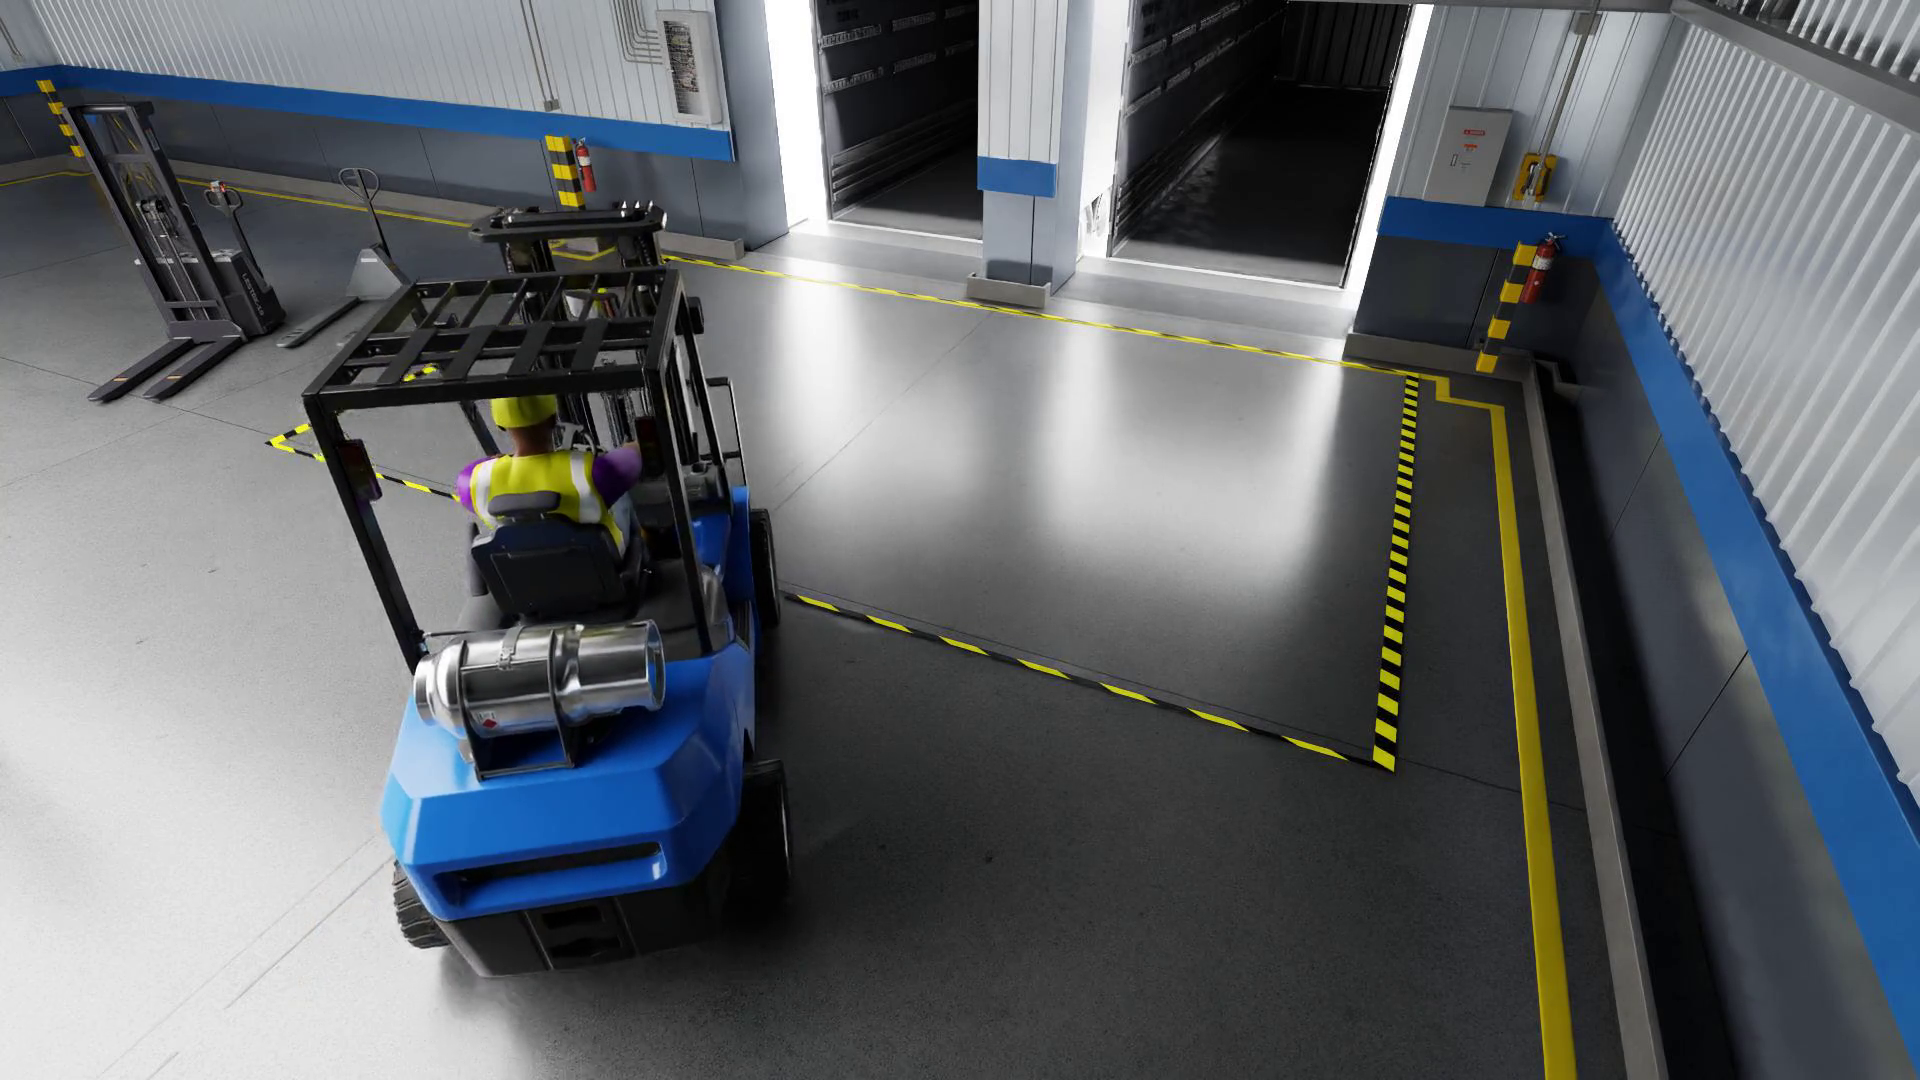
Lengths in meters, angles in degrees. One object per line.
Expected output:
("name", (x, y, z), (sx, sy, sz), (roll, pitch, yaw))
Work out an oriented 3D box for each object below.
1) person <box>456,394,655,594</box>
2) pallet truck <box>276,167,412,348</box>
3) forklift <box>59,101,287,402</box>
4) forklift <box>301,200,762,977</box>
("person", (-1.516, -0.207, 3.679), (0.635, 1.294, 1.004), (-6, 35, -8))
("pallet truck", (-5.732, -2.611, 8.414), (0.680, 1.201, 1.601), (-1, 35, -1))
("forklift", (-6.686, -2.387, 7.434), (0.823, 1.965, 1.885), (-3, 35, -5))
("forklift", (-1.513, -0.019, 3.737), (1.157, 2.036, 2.680), (-6, 35, -8))
